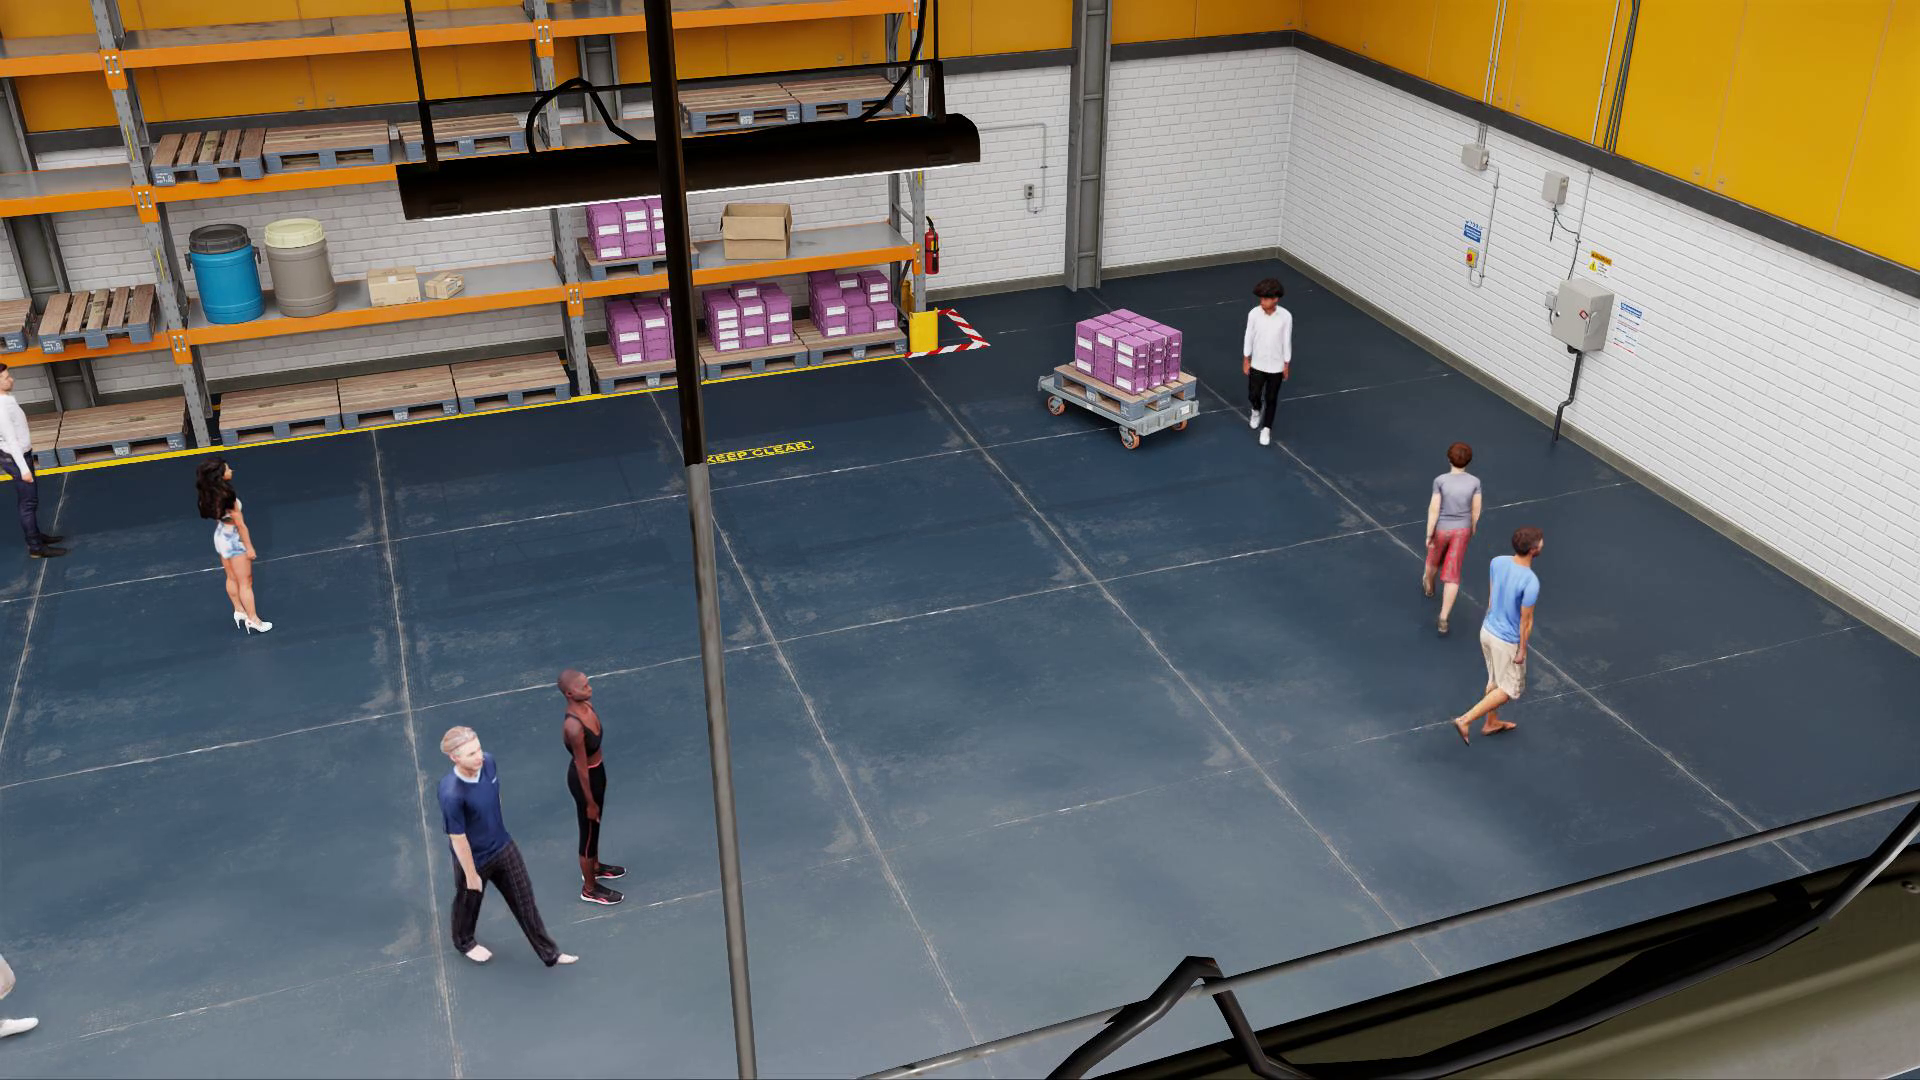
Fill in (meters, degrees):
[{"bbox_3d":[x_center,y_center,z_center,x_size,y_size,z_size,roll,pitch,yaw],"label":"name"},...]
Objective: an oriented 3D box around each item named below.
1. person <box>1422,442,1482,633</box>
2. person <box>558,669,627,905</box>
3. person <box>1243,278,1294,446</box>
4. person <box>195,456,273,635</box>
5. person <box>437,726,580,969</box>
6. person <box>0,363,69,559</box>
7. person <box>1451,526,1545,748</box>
[{"bbox_3d":[4.162,0.003,14.077,1.138,1.604,1.076,7,29,13],"label":"person"},{"bbox_3d":[-2.470,1.599,10.990,0.612,1.758,0.649,-2,29,-5],"label":"person"},{"bbox_3d":[3.224,-1.906,17.377,0.865,1.796,0.914,5,29,10],"label":"person"},{"bbox_3d":[-6.115,0.042,13.983,0.652,1.626,0.684,23,36,36],"label":"person"},{"bbox_3d":[-3.050,1.923,10.325,1.191,1.826,1.141,13,31,22],"label":"person"},{"bbox_3d":[-8.600,-0.740,15.163,0.605,1.868,0.648,-15,32,-25],"label":"person"},{"bbox_3d":[4.017,0.743,12.469,0.943,1.845,0.646,-11,31,-19],"label":"person"}]
